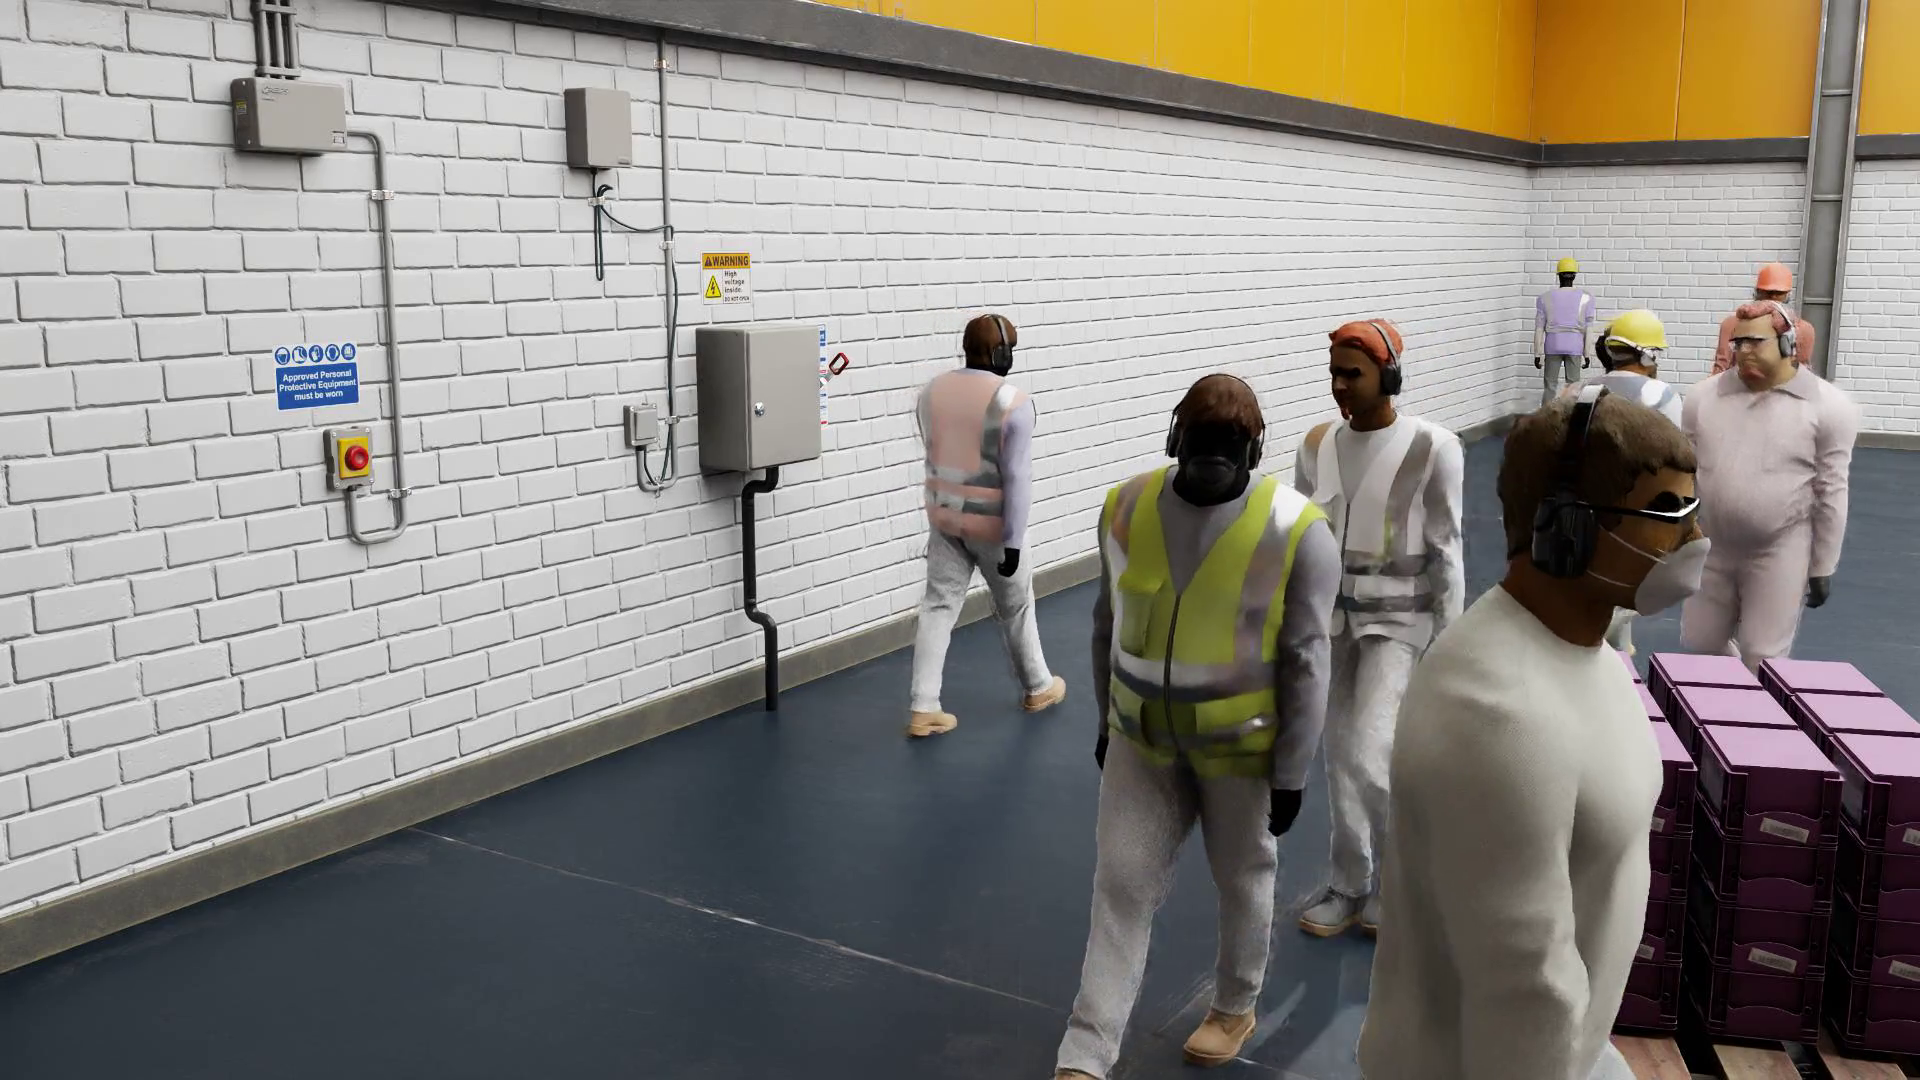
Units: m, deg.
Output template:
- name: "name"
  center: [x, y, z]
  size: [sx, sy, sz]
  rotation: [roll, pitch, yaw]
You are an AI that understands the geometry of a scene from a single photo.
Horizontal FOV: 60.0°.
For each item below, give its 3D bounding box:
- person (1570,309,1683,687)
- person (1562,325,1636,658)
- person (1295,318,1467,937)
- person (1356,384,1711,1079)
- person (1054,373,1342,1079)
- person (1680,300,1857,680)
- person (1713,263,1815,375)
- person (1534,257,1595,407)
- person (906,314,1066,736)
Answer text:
- name: "person"
  center: [2.919, -0.134, 7.469]
  size: [0.777, 1.801, 0.584]
  rotation: [-5, 11, -24]
- name: "person"
  center: [3.247, -0.238, 8.356]
  size: [0.320, 1.694, 0.534]
  rotation: [-10, 14, -43]
- name: "person"
  center: [1.198, 0.280, 4.976]
  size: [0.414, 1.871, 0.600]
  rotation: [-8, 13, -37]
- name: "person"
  center: [0.759, 0.757, 2.203]
  size: [0.518, 1.922, 0.625]
  rotation: [6, 12, 31]
- name: "person"
  center: [0.531, 0.507, 3.960]
  size: [0.634, 1.787, 0.956]
  rotation: [6, 12, 29]
- name: "person"
  center: [3.062, 0.022, 6.389]
  size: [0.630, 1.886, 0.641]
  rotation: [-10, 14, -43]
- name: "person"
  center: [5.514, -0.929, 11.473]
  size: [0.610, 1.956, 0.984]
  rotation: [6, 12, 29]
- name: "person"
  center: [6.330, -1.997, 17.475]
  size: [0.588, 1.918, 0.397]
  rotation: [3, 11, 18]
- name: "person"
  center: [0.095, -0.073, 7.181]
  size: [0.622, 1.795, 0.948]
  rotation: [7, 12, 34]
